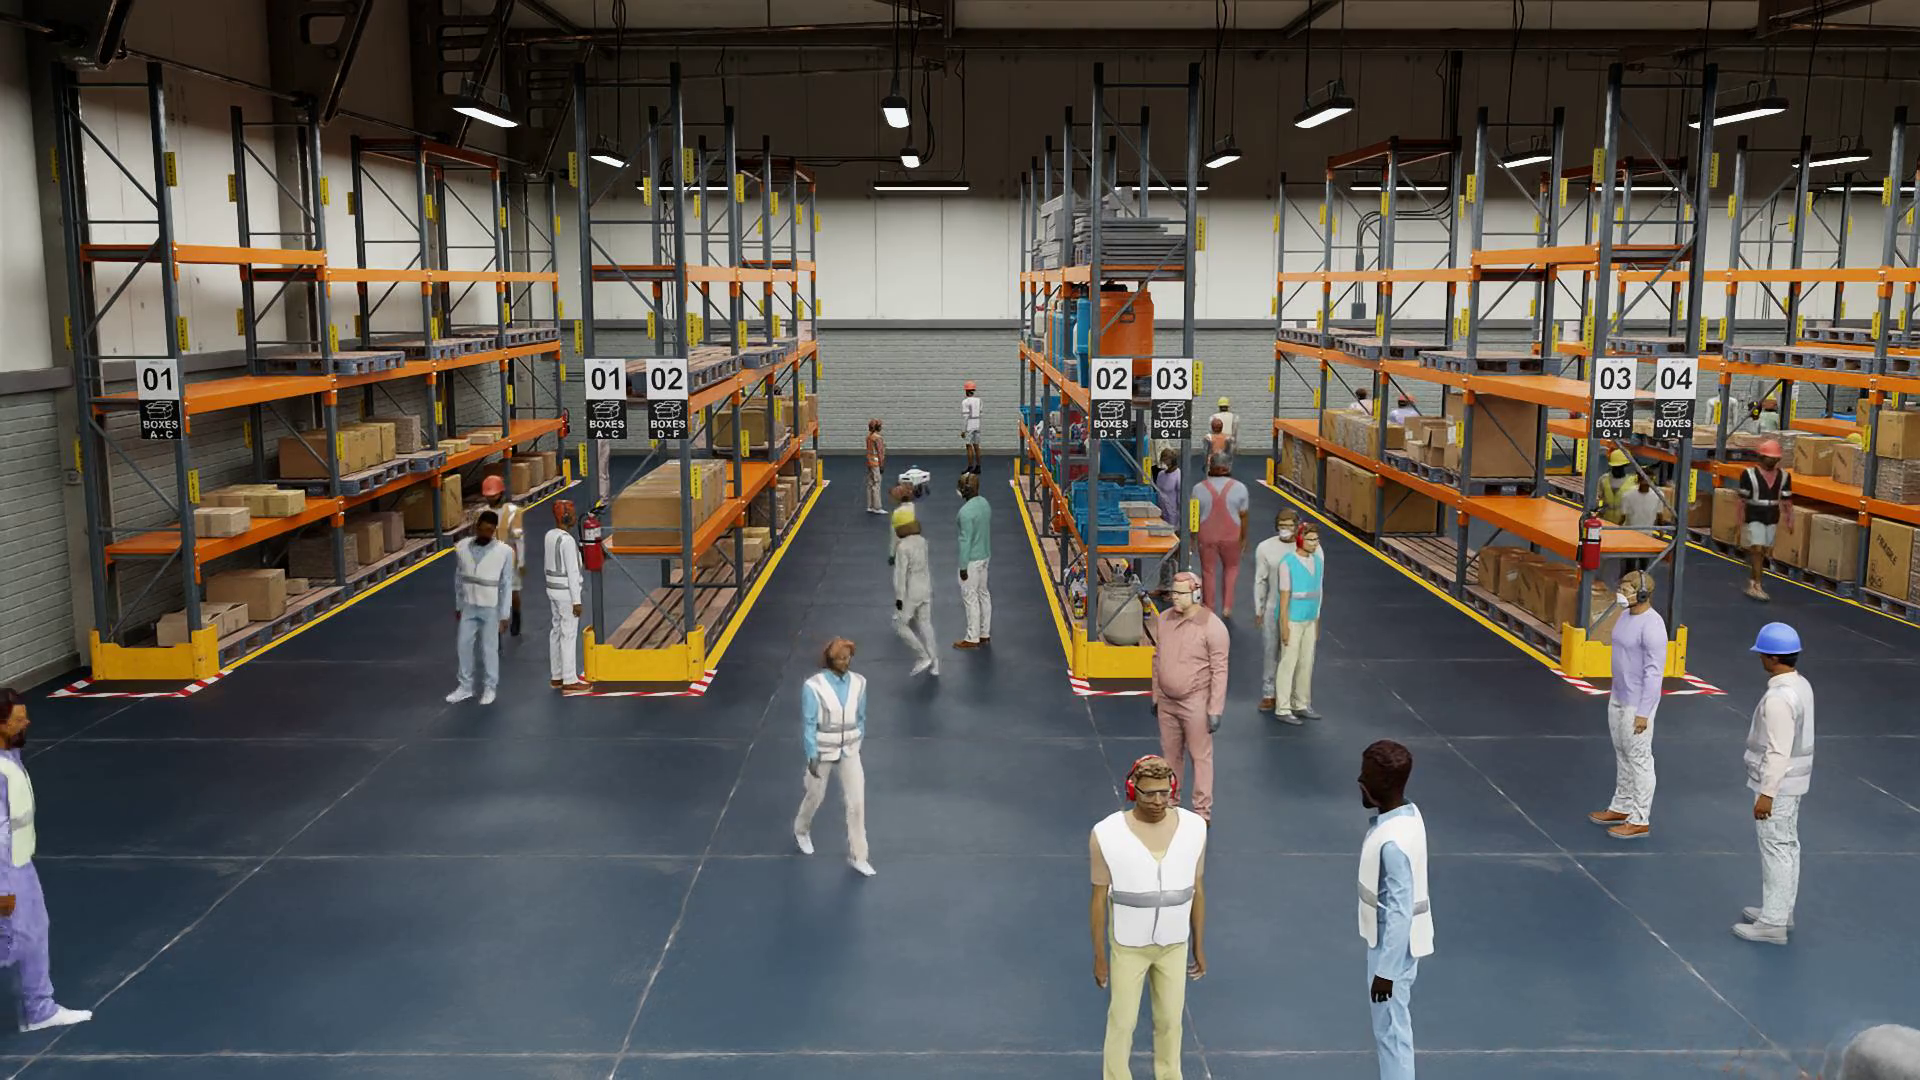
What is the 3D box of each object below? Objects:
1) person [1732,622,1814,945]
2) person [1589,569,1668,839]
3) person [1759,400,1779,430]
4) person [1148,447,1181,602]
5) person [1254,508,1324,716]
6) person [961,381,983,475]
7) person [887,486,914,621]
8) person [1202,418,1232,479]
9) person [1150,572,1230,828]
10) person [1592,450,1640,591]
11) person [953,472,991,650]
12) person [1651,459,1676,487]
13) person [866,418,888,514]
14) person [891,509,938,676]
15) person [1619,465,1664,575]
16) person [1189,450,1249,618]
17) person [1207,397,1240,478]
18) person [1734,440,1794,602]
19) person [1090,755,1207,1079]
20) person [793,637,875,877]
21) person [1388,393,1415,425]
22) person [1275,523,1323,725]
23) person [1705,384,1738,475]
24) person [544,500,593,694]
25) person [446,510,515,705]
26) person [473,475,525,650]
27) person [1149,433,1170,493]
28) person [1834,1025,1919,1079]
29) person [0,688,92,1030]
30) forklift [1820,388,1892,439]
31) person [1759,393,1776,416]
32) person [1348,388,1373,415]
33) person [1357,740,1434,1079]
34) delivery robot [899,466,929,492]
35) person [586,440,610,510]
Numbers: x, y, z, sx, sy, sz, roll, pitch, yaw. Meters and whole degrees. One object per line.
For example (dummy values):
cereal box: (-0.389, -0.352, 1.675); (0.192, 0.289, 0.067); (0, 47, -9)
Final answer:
person: (4.932, 1.459, 10.062); (0.398, 1.943, 0.616); (7, 11, 36)
person: (4.829, 1.169, 11.953); (0.372, 1.940, 0.632); (0, 9, 0)
person: (16.402, -2.026, 33.578); (0.663, 1.608, 0.516); (-3, 9, -21)
person: (2.607, -0.196, 20.735); (0.372, 1.940, 0.632); (-5, 10, -27)
person: (3.019, 0.655, 15.316); (0.632, 1.931, 0.366); (3, 9, 21)
person: (0.216, -2.308, 34.323); (0.376, 1.935, 0.550); (8, 12, 42)
person: (-0.661, 0.148, 19.591); (0.324, 1.611, 0.608); (3, 9, 20)
person: (4.420, -1.272, 28.609); (0.514, 1.642, 0.314); (-1, 9, -7)
person: (1.622, 1.172, 12.035); (0.402, 1.911, 0.639); (-8, 12, -41)
person: (8.205, -0.188, 20.851); (0.592, 1.877, 0.948); (8, 12, 40)
person: (0.143, 0.228, 18.040); (0.365, 1.932, 0.629); (4, 10, 24)
person: (13.584, -1.843, 32.136); (0.539, 1.676, 0.616); (-7, 11, -38)
person: (-1.450, -1.266, 28.576); (0.307, 1.641, 0.511); (-5, 10, -28)
person: (-0.474, 0.540, 16.747); (0.474, 1.702, 0.566); (5, 10, 28)
person: (8.110, -0.011, 19.903); (0.597, 1.835, 0.598); (1, 9, 7)
person: (3.030, -0.060, 19.533); (0.712, 2.000, 0.594); (2, 9, 11)
person: (4.965, -1.801, 31.473); (0.627, 1.800, 0.807); (0, 9, 2)
person: (10.042, -0.220, 20.641); (0.642, 2.009, 0.908); (0, 9, 0)
person: (0.867, 1.877, 7.740); (0.560, 1.837, 0.389); (-2, 9, -14)
person: (-0.888, 1.429, 11.342); (0.515, 1.604, 0.803); (-5, 10, -31)
person: (8.321, -1.838, 31.489); (0.562, 1.872, 1.021); (-1, 9, -5)
person: (3.056, 0.747, 15.008); (0.566, 1.834, 0.412); (-8, 12, -40)
person: (15.673, -2.302, 34.246); (0.602, 1.949, 0.393); (3, 9, 20)
person: (-3.826, 0.545, 16.138); (0.343, 1.882, 0.586); (-7, 11, -36)
person: (-4.470, 0.634, 15.626); (0.689, 1.864, 0.398); (2, 9, 14)
person: (-5.034, 0.210, 18.246); (0.547, 1.908, 0.828); (-1, 9, -9)
person: (3.308, -1.248, 27.371); (0.405, 1.987, 0.608); (1, 9, 7)
person: (2.569, 2.280, 4.477); (0.703, 2.000, 0.901); (-8, 12, -42)
person: (-5.031, 1.703, 8.674); (0.688, 1.897, 0.593); (-4, 10, -26)
forklift: (20.072, -3.110, 36.462); (1.873, 2.768, 1.129); (0, 9, 0)
person: (16.490, -2.164, 34.058); (0.487, 1.737, 0.342); (-6, 11, -35)
person: (8.128, -2.190, 33.969); (0.653, 1.807, 0.788); (-3, 9, -16)
person: (1.978, 1.854, 7.614); (0.372, 1.916, 0.596); (2, 9, 15)
delivery robot: (-0.852, -1.138, 30.926); (0.477, 0.478, 0.707); (4, 10, 25)
person: (-6.329, -1.480, 29.101); (0.408, 1.906, 0.638); (0, 9, 0)
